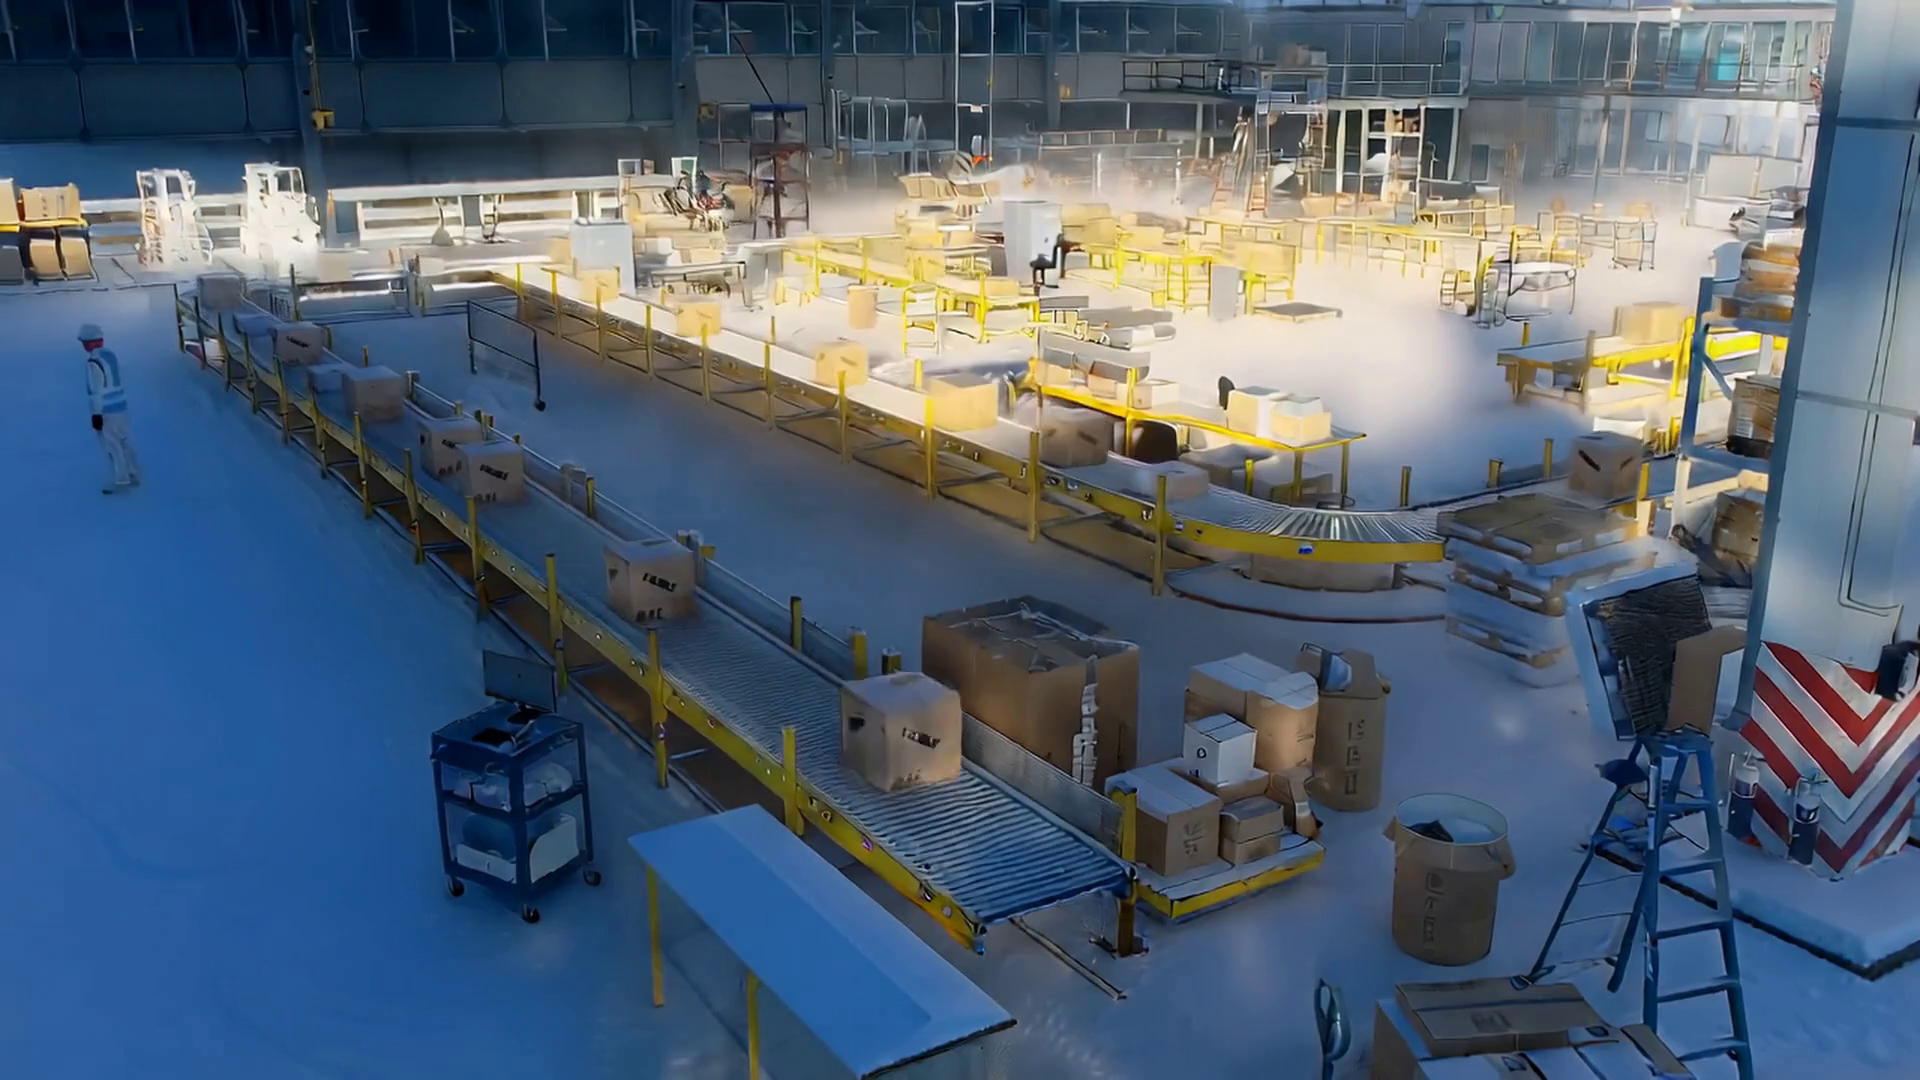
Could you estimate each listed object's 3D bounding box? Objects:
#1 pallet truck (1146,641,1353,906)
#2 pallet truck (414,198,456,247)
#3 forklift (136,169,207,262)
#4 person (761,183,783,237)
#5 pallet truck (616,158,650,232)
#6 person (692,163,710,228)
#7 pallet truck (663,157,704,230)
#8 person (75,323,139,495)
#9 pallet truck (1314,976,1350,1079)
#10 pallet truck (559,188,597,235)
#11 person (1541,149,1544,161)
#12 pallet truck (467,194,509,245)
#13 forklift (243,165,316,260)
[{"bbox_3d":[1.664,1.407,10.232,1.630,1.274,0.653,-10,20,-31],"label":"pallet truck"},{"bbox_3d":[-13.250,-8.060,41.856,0.680,1.201,1.601,-10,20,-31],"label":"pallet truck"},{"bbox_3d":[-17.842,-7.318,37.559,1.157,1.987,2.680,-10,20,-31],"label":"forklift"},{"bbox_3d":[-4.625,-8.277,41.183,0.607,2.044,0.372,-7,18,-23],"label":"person"},{"bbox_3d":[-8.918,-9.176,44.255,0.823,1.965,1.885,-9,19,-27],"label":"pallet truck"},{"bbox_3d":[-6.743,-8.799,43.155,0.399,1.909,0.642,-14,22,-38],"label":"person"},{"bbox_3d":[-7.586,-9.308,44.692,0.823,1.965,1.885,-11,20,-33],"label":"pallet truck"},{"bbox_3d":[-9.654,-1.489,18.798,0.436,1.934,0.628,-2,17,-7],"label":"person"},{"bbox_3d":[2.299,2.390,7.086,1.601,1.201,0.680,-2,17,-7],"label":"pallet truck"},{"bbox_3d":[-10.010,-8.652,43.699,0.653,1.274,1.630,-10,20,-31],"label":"pallet truck"},{"bbox_3d":[21.839,-14.498,62.589,0.497,1.626,0.289,9,19,27],"label":"person"},{"bbox_3d":[-11.983,-8.177,42.137,0.704,1.261,1.522,-11,20,-33],"label":"pallet truck"},{"bbox_3d":[-15.898,-7.669,38.708,1.157,1.987,2.680,-11,20,-33],"label":"forklift"}]
